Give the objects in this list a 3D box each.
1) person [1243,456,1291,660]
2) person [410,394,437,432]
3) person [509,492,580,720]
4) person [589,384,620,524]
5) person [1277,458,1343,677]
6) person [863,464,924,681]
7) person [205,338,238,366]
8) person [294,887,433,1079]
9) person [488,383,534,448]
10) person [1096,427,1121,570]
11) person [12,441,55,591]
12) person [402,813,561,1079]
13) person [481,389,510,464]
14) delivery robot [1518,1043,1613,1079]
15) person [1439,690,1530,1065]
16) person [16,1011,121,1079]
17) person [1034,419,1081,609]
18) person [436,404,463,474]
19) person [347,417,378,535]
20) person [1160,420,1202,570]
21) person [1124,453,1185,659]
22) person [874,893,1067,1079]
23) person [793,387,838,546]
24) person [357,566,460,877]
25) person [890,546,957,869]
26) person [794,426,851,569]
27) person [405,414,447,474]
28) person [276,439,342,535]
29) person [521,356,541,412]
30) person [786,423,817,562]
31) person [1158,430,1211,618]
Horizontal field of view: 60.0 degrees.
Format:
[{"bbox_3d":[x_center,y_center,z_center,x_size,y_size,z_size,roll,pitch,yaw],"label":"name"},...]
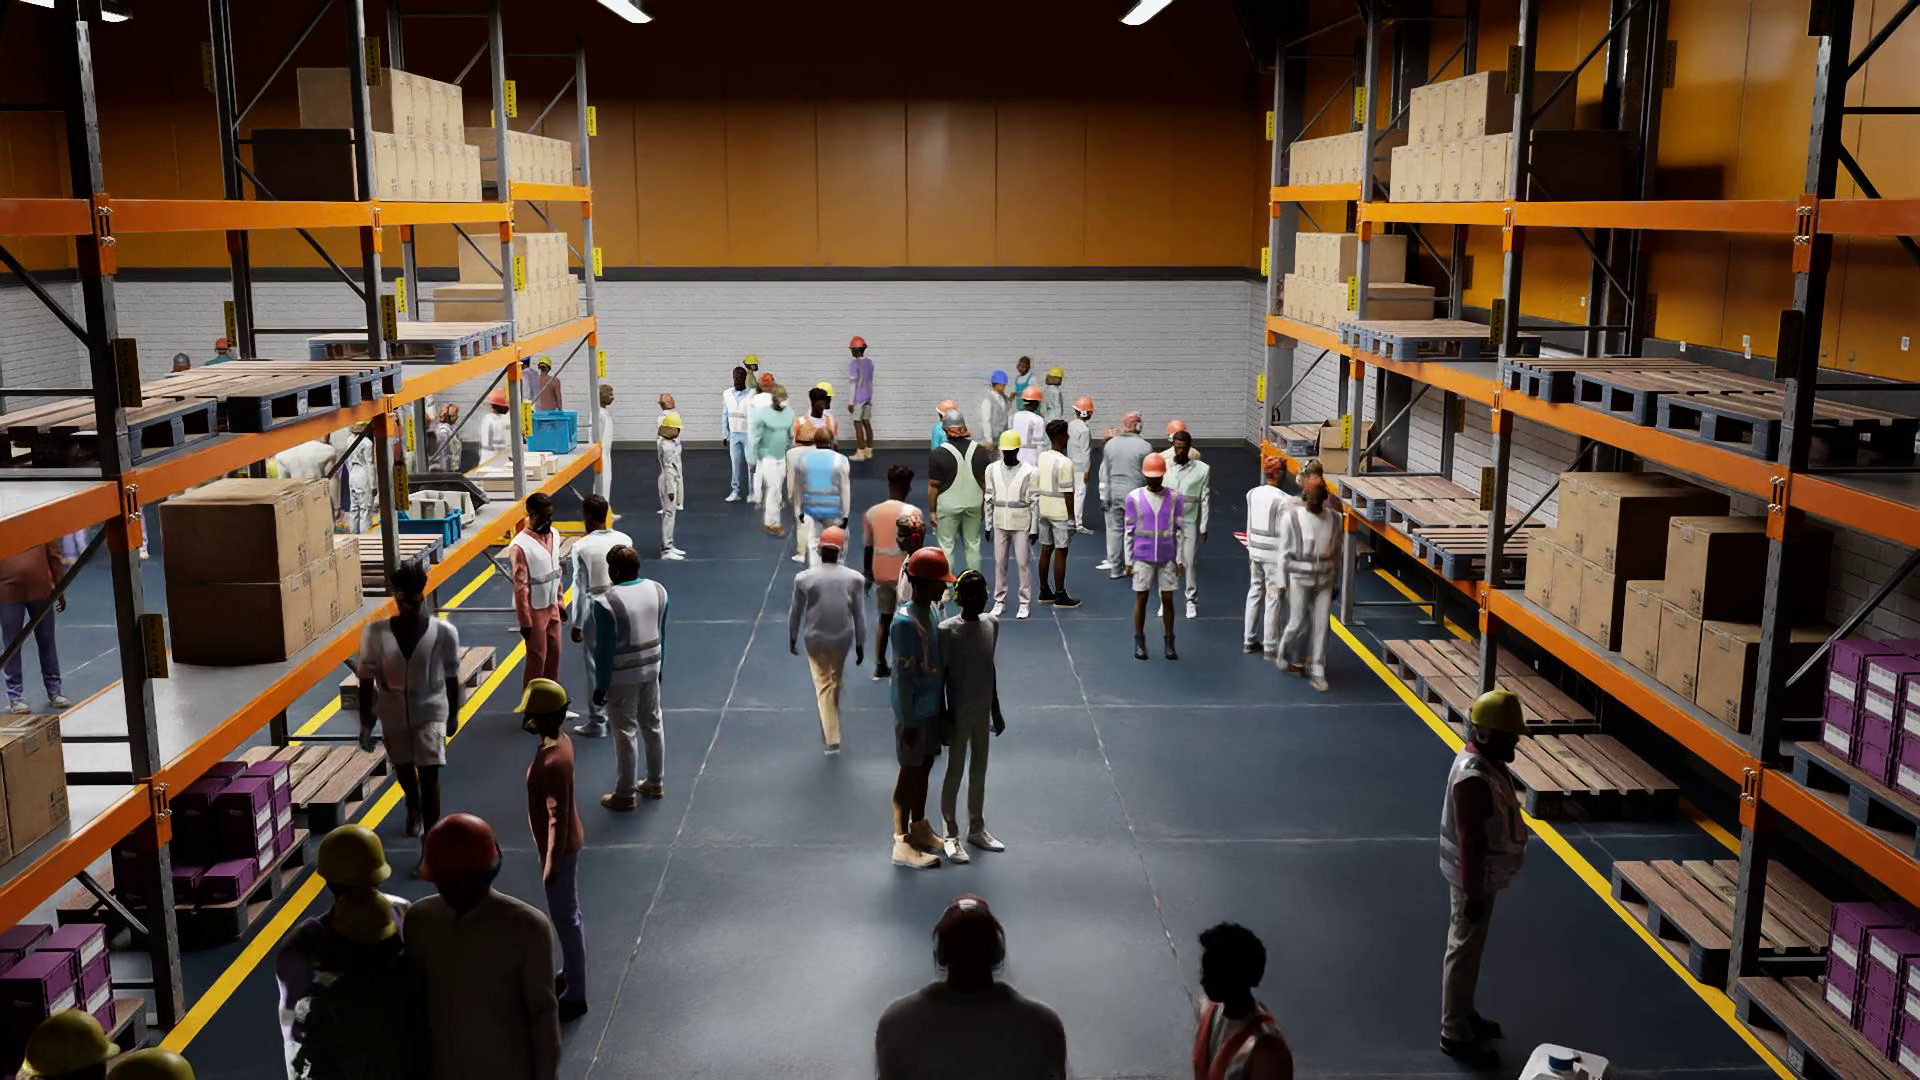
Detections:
[{"bbox_3d":[2.837,0.159,15.260,0.354,1.876,0.574,-7,13,-31],"label":"person"},{"bbox_3d":[-8.179,-1.818,25.300,0.417,1.828,0.561,-1,11,-7],"label":"person"},{"bbox_3d":[-3.335,0.556,13.195,0.414,1.906,0.598,3,12,16],"label":"person"},{"bbox_3d":[-4.687,-1.127,21.807,0.343,1.835,0.521,0,11,0],"label":"person"},{"bbox_3d":[3.072,0.239,14.692,0.638,1.938,0.372,-7,13,-31],"label":"person"},{"bbox_3d":[-0.536,0.332,14.265,0.837,1.930,0.570,9,15,39],"label":"person"},{"bbox_3d":[-12.131,-2.348,27.521,0.622,1.992,0.397,-4,12,-19],"label":"person"},{"bbox_3d":[-2.125,2.070,6.030,0.484,1.735,0.335,-9,15,-39],"label":"person"},{"bbox_3d":[-5.961,-1.223,22.129,0.631,1.897,0.508,-5,12,-23],"label":"person"},{"bbox_3d":[1.743,-0.476,19.034,0.307,1.639,0.513,4,12,18],"label":"person"},{"bbox_3d":[-9.963,-0.309,17.875,0.533,1.767,0.313,2,11,10],"label":"person"},{"bbox_3d":[-1.757,1.935,6.077,0.618,1.986,0.408,3,12,14],"label":"person"},{"bbox_3d":[-5.781,-0.941,20.727,0.502,1.894,0.593,-8,14,-34],"label":"person"},{"bbox_3d":[2.543,2.405,7.077,0.477,0.478,0.707,7,13,30],"label":"delivery robot"},{"bbox_3d":[2.540,1.609,8.093,0.403,1.828,0.596,4,12,21],"label":"person"},{"bbox_3d":[-2.669,2.258,5.082,0.481,1.735,0.317,10,15,42],"label":"person"},{"bbox_3d":[1.006,-0.276,17.203,0.367,1.966,0.607,-7,13,-31],"label":"person"},{"bbox_3d":[-6.551,-0.940,21.377,0.324,1.631,0.524,-9,15,-39],"label":"person"},{"bbox_3d":[-7.099,-0.682,19.836,0.488,1.735,0.350,9,15,39],"label":"person"},{"bbox_3d":[2.457,-0.492,18.853,0.572,1.742,0.350,-6,13,-29],"label":"person"},{"bbox_3d":[1.773,0.150,15.184,0.551,1.923,0.390,0,11,1],"label":"person"},{"bbox_3d":[0.036,2.095,5.487,0.658,1.887,0.680,2,12,12],"label":"person"},{"bbox_3d":[-1.753,-0.903,20.371,0.620,1.959,0.376,-7,13,-30],"label":"person"},{"bbox_3d":[-3.465,1.075,10.563,0.600,1.927,1.000,-2,11,-8],"label":"person"},{"bbox_3d":[-0.223,1.041,10.439,0.406,2.035,0.607,4,12,17],"label":"person"},{"bbox_3d":[-1.445,-0.306,17.715,0.634,1.829,0.485,2,11,10],"label":"person"},{"bbox_3d":[-6.616,-0.777,20.661,0.692,1.600,0.553,6,13,29],"label":"person"},{"bbox_3d":[-6.910,-0.363,17.724,0.627,1.935,0.371,-1,11,-6],"label":"person"},{"bbox_3d":[-6.722,-1.995,25.896,0.401,1.938,0.602,1,11,3],"label":"person"},{"bbox_3d":[-1.789,-0.552,19.428,0.500,1.633,0.279,-5,12,-24],"label":"person"},{"bbox_3d":[2.225,-0.167,16.795,0.587,1.913,0.397,3,12,15],"label":"person"}]
